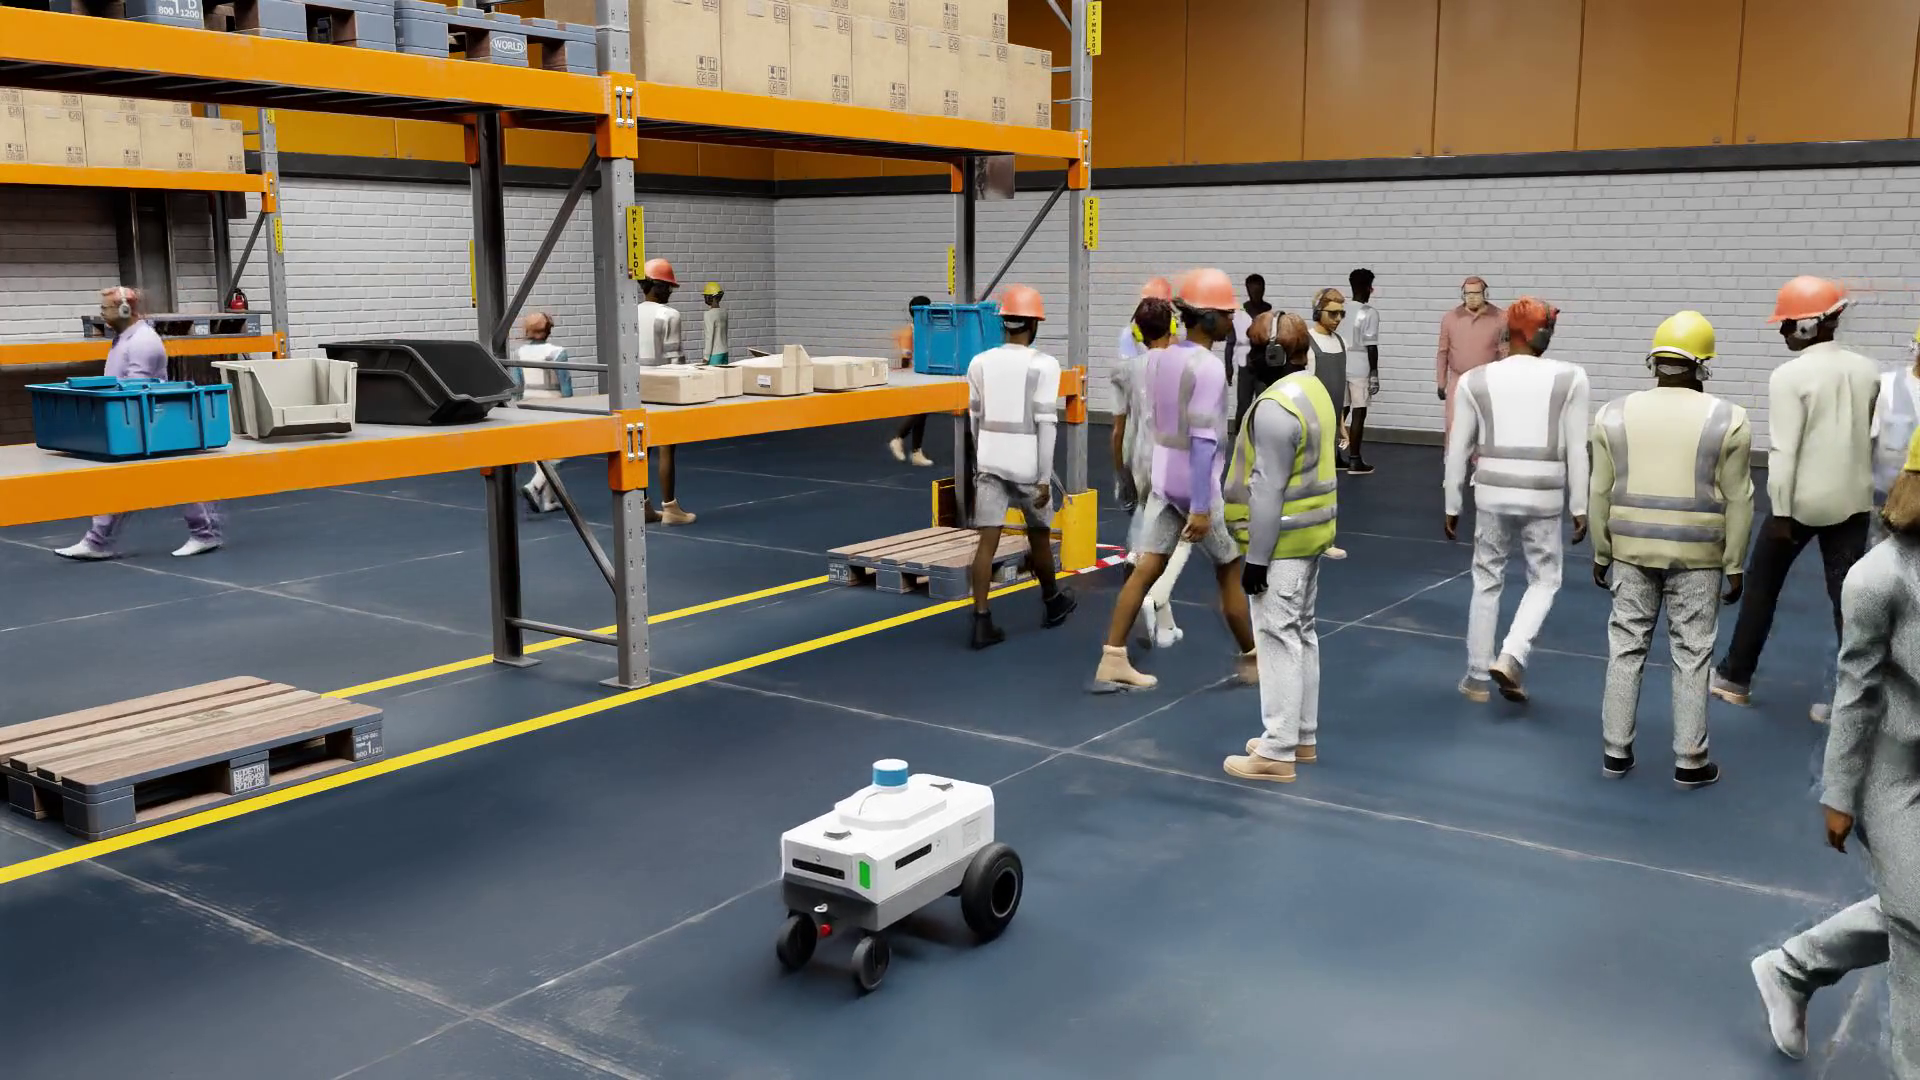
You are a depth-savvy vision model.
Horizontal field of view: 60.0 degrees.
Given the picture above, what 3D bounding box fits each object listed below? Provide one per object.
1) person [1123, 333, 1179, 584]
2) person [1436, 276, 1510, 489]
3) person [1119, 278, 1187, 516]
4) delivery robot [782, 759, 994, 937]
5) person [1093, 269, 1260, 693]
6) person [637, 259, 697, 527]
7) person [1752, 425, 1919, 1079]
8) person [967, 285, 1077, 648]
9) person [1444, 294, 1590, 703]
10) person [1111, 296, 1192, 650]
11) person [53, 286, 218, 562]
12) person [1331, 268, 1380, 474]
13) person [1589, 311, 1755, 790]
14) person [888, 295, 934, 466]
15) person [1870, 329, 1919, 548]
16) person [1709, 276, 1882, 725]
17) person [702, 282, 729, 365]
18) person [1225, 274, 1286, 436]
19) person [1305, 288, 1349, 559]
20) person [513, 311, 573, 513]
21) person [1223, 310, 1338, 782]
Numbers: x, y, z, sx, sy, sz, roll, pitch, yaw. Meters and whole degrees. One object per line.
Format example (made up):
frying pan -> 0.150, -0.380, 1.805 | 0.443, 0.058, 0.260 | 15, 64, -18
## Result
person -> 1.235, -0.499, 10.258 | 0.510, 1.619, 0.368 | 5, 11, 28
person -> 4.551, -1.387, 14.766 | 0.667, 1.880, 0.671 | 4, 10, 22
person -> 1.498, -1.059, 12.809 | 0.568, 1.879, 0.990 | -2, 10, -10
delivery robot -> -0.203, 0.889, 4.882 | 0.477, 0.478, 0.707 | 6, 11, 33
person -> 1.103, -0.255, 7.762 | 1.071, 1.988, 0.629 | -3, 10, -19
person -> -2.309, -1.120, 12.726 | 0.605, 2.036, 0.393 | 6, 11, 32
person -> 2.163, 0.534, 3.832 | 0.492, 1.719, 0.774 | -3, 10, -20
person -> 0.318, -0.405, 8.895 | 0.554, 1.883, 0.982 | 5, 11, 27
person -> 2.487, -0.159, 7.473 | 0.642, 1.873, 0.541 | 4, 10, 23
person -> 1.018, -0.324, 8.557 | 0.556, 1.844, 0.655 | 4, 10, 24
person -> -5.566, -0.773, 11.204 | 0.993, 1.852, 0.643 | -9, 13, -44
person -> 3.767, -1.606, 15.854 | 0.376, 1.957, 0.607 | -5, 11, -28
person -> 2.726, 0.044, 6.398 | 0.591, 1.833, 0.403 | 7, 12, 36
person -> -0.427, -1.560, 16.362 | 0.391, 1.685, 0.544 | 5, 11, 27
person -> 4.712, -0.238, 8.234 | 0.597, 1.771, 0.973 | 6, 12, 34
person -> 3.708, -0.177, 7.356 | 0.645, 1.942, 0.962 | -2, 10, -15
person -> -2.993, -2.257, 20.299 | 0.313, 1.769, 0.525 | 3, 10, 17
person -> 2.988, -1.732, 16.800 | 0.616, 1.900, 0.492 | 0, 10, 3
person -> 2.426, -0.768, 11.203 | 0.507, 1.844, 0.346 | -7, 12, -37
person -> -3.324, -0.996, 13.186 | 0.528, 1.622, 0.569 | 4, 10, 24
person -> 1.251, 0.023, 6.540 | 0.432, 1.836, 0.618 | 4, 10, 24
